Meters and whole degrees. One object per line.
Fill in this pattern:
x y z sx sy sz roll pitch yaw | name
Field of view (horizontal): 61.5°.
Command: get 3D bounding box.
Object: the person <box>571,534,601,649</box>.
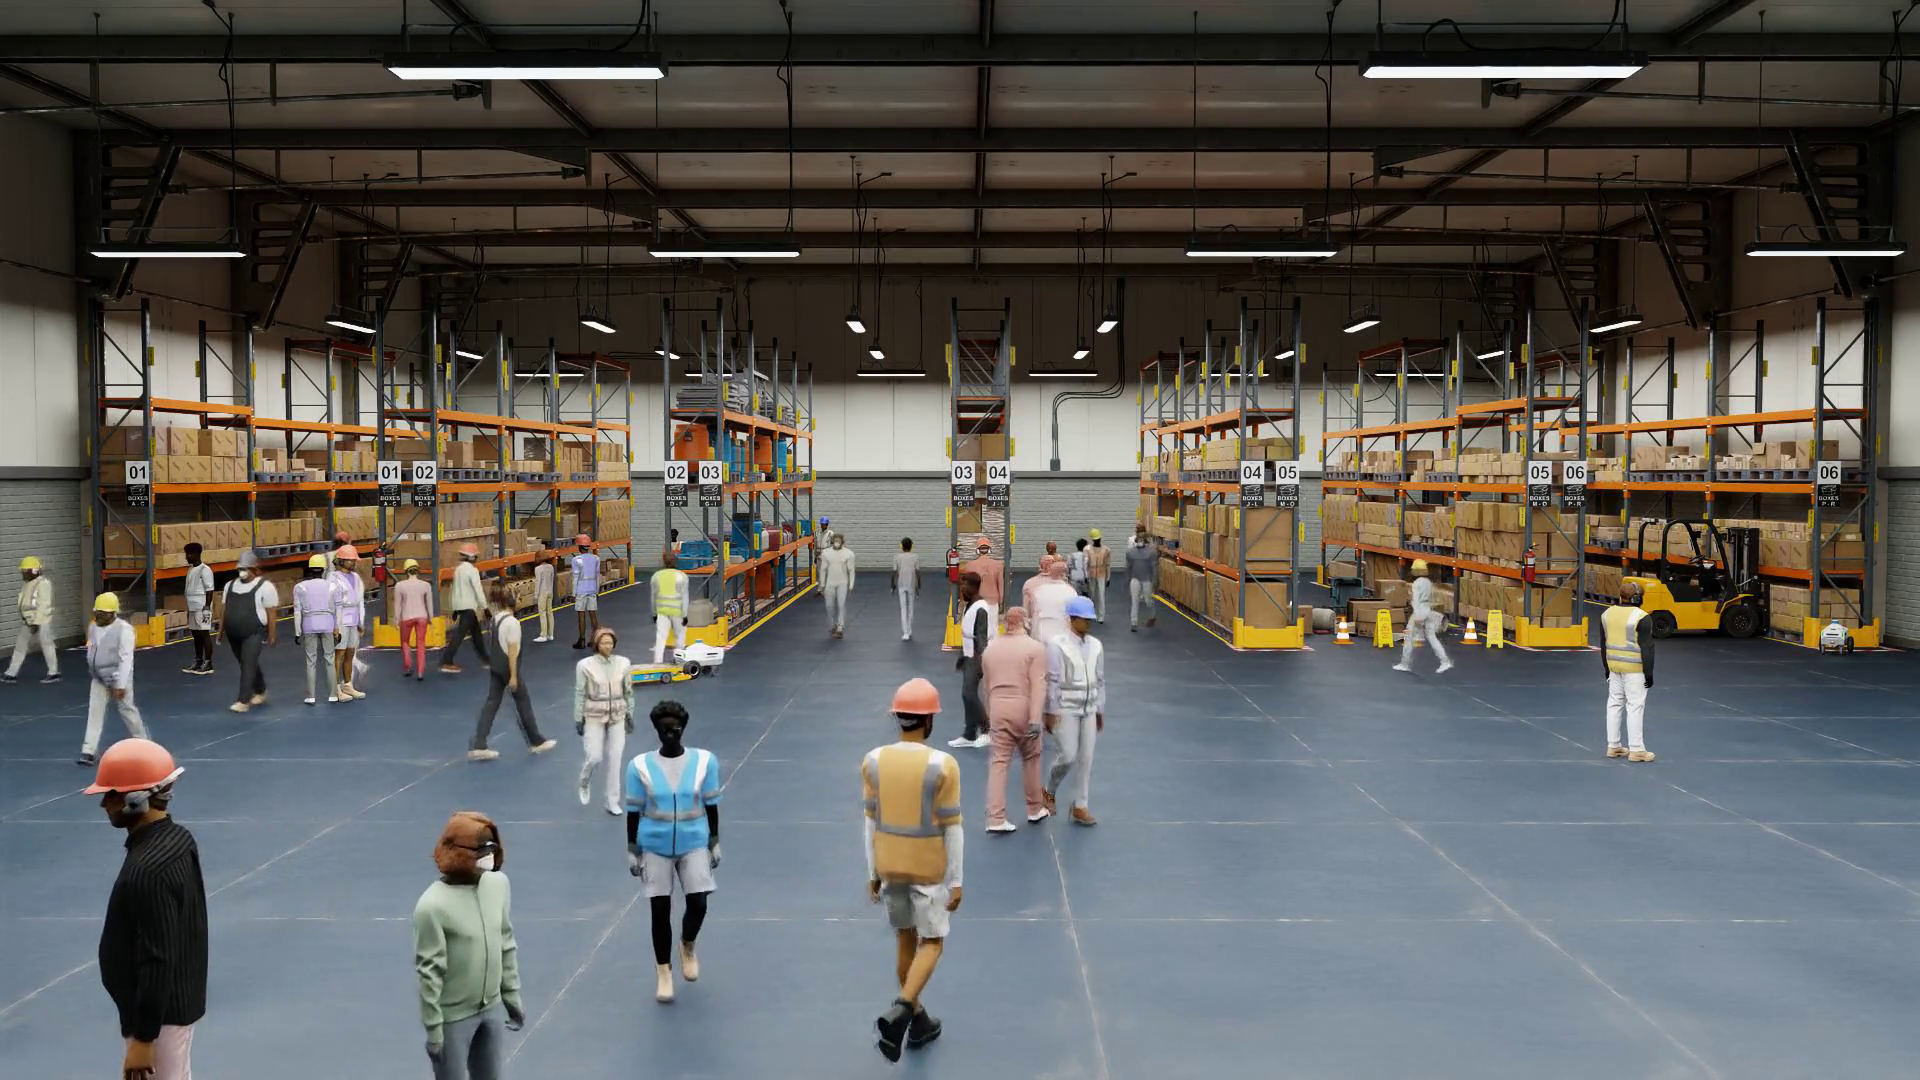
-6.400 0.876 27.552 0.350 1.942 0.545 2 3 44 | person

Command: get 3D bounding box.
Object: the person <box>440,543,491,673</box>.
-7.371 1.014 24.240 1.043 1.945 0.615 -2 3 -38 | person

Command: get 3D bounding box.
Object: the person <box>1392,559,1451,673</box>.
6.956 1.130 24.184 0.497 1.703 0.890 -2 3 -42 | person

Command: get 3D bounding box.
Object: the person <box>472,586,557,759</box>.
-4.688 1.376 16.843 0.527 1.794 0.955 2 3 44 | person

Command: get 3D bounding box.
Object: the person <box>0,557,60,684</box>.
-13.110 1.139 22.707 0.609 1.787 0.883 1 3 31 | person

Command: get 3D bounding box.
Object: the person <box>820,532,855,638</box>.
-2.225 0.819 29.214 0.660 1.921 0.547 0 2 4 | person

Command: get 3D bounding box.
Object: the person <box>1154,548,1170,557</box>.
5.537 0.298 44.501 1.048 1.758 0.611 0 2 2 | person

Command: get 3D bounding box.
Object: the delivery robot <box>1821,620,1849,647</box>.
14.484 1.567 26.726 0.477 0.478 0.707 2 3 35 | delivery robot

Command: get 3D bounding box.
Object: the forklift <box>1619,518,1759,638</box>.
13.417 0.684 29.791 2.313 2.155 1.214 0 2 0 | forklift

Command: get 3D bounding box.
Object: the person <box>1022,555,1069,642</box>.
1.145 1.151 21.102 0.653 1.904 0.405 0 2 11 | person

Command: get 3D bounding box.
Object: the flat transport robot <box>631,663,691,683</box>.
-4.600 1.906 22.890 1.431 0.197 0.652 -2 3 -38 | flat transport robot

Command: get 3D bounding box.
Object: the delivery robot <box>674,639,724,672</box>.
-3.817 1.690 23.643 0.707 0.478 0.477 -2 3 -39 | delivery robot

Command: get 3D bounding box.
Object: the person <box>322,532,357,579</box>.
-10.769 0.861 27.967 0.611 1.972 1.096 0 2 -11 | person

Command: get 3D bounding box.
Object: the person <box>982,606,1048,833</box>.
0.471 1.488 13.488 0.656 1.835 0.968 1 3 30 | person

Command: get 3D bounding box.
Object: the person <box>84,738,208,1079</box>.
-2.955 1.712 5.889 0.400 1.989 0.623 -1 2 -18 | person

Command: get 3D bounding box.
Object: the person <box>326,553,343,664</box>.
-9.662 1.055 25.204 0.533 1.772 0.298 1 2 22 | person

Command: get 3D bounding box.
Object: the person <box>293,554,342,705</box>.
-8.288 1.150 20.844 0.589 1.928 0.386 -1 2 -24 | person

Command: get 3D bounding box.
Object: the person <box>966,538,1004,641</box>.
0.378 0.959 24.937 0.609 1.985 0.398 0 2 -11 | person

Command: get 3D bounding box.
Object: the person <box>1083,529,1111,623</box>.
2.761 0.711 32.629 0.578 1.881 0.940 0 2 3 | person

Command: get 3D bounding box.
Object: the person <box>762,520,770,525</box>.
-5.652 0.244 47.289 0.269 1.632 0.504 1 2 20 | person

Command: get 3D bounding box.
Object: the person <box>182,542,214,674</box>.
-11.327 1.010 23.982 0.613 1.955 0.378 2 3 40 | person

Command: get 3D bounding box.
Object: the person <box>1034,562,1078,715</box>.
1.206 1.210 19.848 0.685 1.888 0.405 2 3 38 | person

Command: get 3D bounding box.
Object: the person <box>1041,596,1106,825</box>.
0.959 1.431 13.661 0.636 1.932 0.487 -2 3 -36 | person

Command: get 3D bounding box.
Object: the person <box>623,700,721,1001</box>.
-1.621 1.736 9.097 0.545 1.680 0.375 0 2 -12 | person

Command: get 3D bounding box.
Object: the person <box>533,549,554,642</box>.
-7.392 0.984 28.664 0.280 1.632 0.499 1 2 20 | person

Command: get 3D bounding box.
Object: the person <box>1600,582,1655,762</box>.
6.965 1.353 16.788 0.429 1.842 0.629 -1 2 -24 | person

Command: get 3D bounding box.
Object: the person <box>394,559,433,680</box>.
-7.915 1.144 23.362 0.560 1.729 0.781 -1 3 -28 | person

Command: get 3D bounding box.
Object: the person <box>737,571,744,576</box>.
-6.384 0.146 47.277 0.590 1.842 0.447 0 2 7 | person

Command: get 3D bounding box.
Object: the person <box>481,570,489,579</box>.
-11.355 0.462 38.263 0.655 1.914 0.598 0 2 8 | person

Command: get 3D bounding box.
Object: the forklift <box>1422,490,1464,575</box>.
13.926 -0.371 47.846 1.873 2.768 1.129 0 2 0 | forklift

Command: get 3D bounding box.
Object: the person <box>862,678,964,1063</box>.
-0.268 1.666 8.152 0.550 1.914 0.745 1 2 24 | person

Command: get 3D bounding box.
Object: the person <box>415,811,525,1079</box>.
-1.934 1.875 6.368 0.290 1.626 0.501 1 2 24 | person

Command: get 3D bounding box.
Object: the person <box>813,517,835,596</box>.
-3.297 0.406 39.290 0.605 1.951 0.381 1 3 29 | person

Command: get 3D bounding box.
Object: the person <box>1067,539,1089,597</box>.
2.426 0.808 32.986 0.582 1.639 0.800 0 2 3 | person

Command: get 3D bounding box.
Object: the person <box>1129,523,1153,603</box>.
4.188 0.524 37.627 0.583 1.856 0.878 0 2 -4 | person

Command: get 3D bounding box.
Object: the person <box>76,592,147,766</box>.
-8.707 1.404 16.564 0.637 1.763 0.923 1 2 18 | person

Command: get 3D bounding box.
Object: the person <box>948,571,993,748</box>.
0.132 1.292 17.492 0.474 1.913 0.601 0 2 -9 | person

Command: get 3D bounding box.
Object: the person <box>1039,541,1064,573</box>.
1.819 0.847 32.003 0.514 1.644 0.307 0 2 -3 | person

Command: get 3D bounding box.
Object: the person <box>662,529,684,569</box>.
-6.749 0.578 38.090 0.540 1.695 0.318 0 2 -12 | person

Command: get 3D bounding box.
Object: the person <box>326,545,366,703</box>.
-8.025 1.081 21.142 0.369 2.045 0.608 1 2 13 | person

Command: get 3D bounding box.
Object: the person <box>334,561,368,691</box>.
-8.306 1.133 21.975 0.615 1.868 0.566 1 2 24 | person

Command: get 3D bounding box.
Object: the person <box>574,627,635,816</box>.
-3.104 1.569 14.080 0.519 1.628 0.413 -2 3 -34 | person

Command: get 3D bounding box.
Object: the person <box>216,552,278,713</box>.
-9.013 1.130 20.480 0.683 2.000 1.017 1 2 13 | person

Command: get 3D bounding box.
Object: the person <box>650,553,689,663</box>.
-4.334 1.093 24.069 0.631 1.795 1.001 0 2 10 | person

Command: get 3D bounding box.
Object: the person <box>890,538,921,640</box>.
-0.987 0.872 29.105 0.542 1.820 0.960 0 2 -7 | person

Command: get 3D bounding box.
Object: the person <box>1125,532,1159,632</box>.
3.487 0.776 30.826 0.667 1.897 0.932 1 2 21 | person
